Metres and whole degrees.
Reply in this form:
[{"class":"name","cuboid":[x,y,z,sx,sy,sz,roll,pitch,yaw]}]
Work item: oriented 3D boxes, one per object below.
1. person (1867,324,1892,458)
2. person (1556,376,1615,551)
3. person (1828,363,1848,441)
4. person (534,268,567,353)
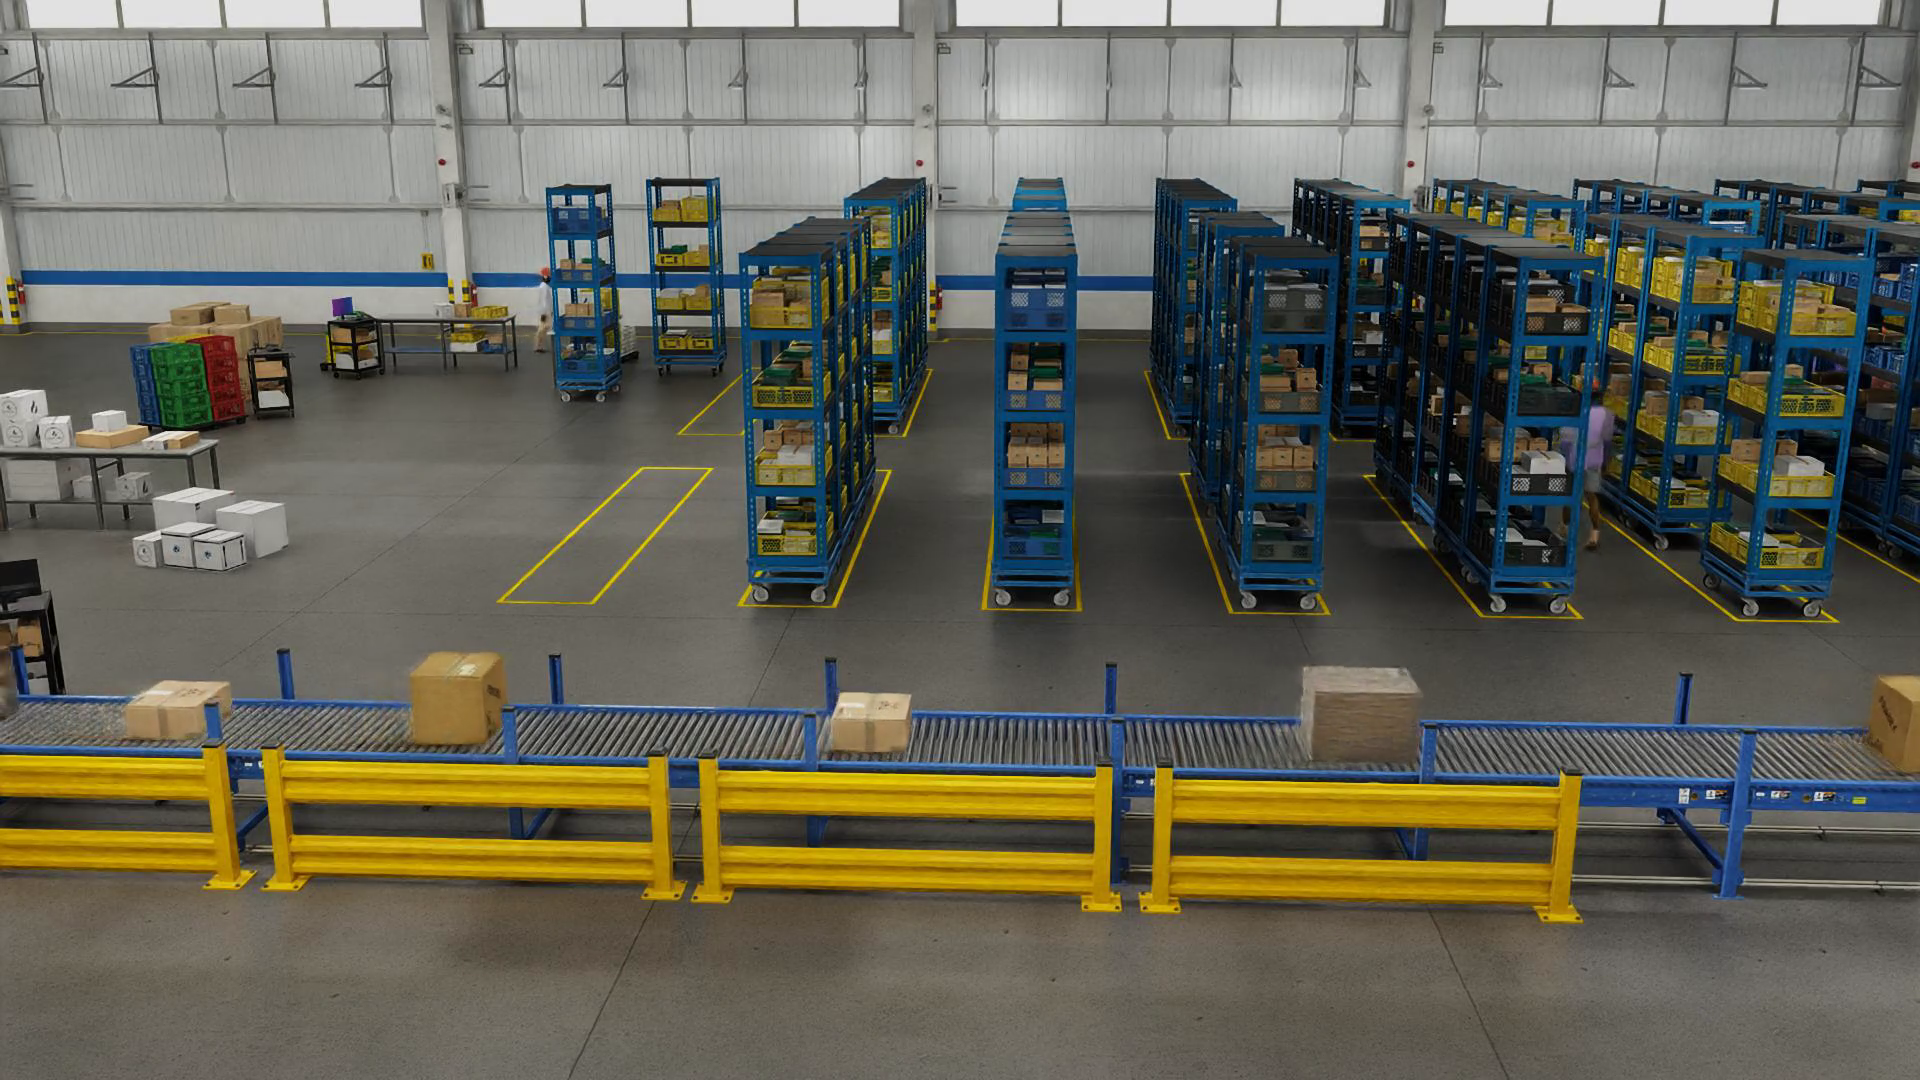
[{"class":"person","cuboid":[12.710,-2.022,23.259,0.375,1.997,0.612,-5,16,-19]},{"class":"person","cuboid":[7.188,-0.899,19.105,0.621,2.006,1.033,1,15,2]},{"class":"person","cuboid":[12.915,-2.188,24.204,0.442,1.831,0.579,0,15,-1]},{"class":"person","cuboid":[-8.178,-4.583,33.302,0.870,1.709,0.590,-4,16,-14]}]
